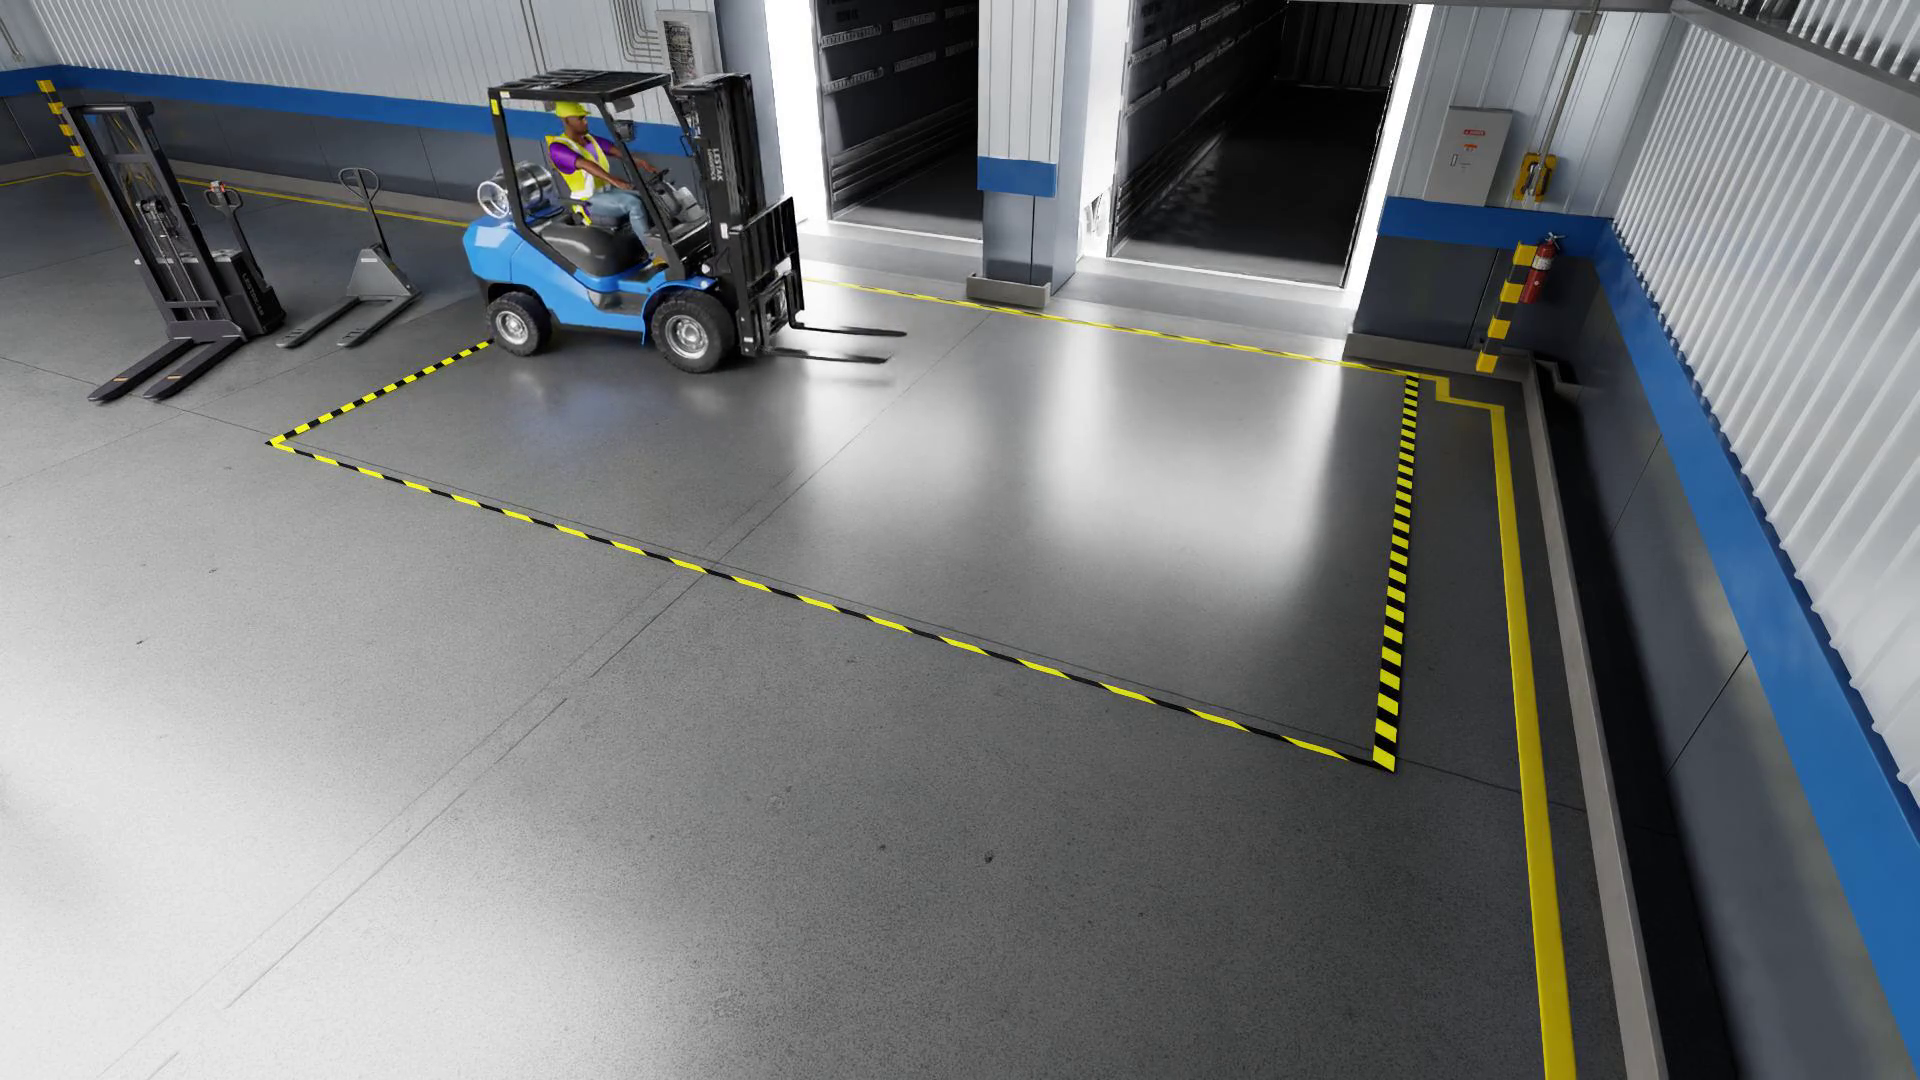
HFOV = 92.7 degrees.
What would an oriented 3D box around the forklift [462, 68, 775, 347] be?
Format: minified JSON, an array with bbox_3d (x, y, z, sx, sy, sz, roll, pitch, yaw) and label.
[{"bbox_3d":[-2.867,-2.816,7.737,2.680,2.036,1.157,8,36,11],"label":"forklift"}]

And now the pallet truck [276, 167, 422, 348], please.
[{"bbox_3d":[-5.732,-2.611,8.414,0.680,1.201,1.601,-1,35,-1],"label":"pallet truck"}]

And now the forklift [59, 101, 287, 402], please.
[{"bbox_3d":[-6.686,-2.387,7.434,0.823,1.965,1.885,-3,35,-5],"label":"forklift"}]

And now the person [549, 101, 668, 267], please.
[{"bbox_3d":[-2.811,-2.957,7.612,1.004,1.294,0.635,8,36,11],"label":"person"}]
